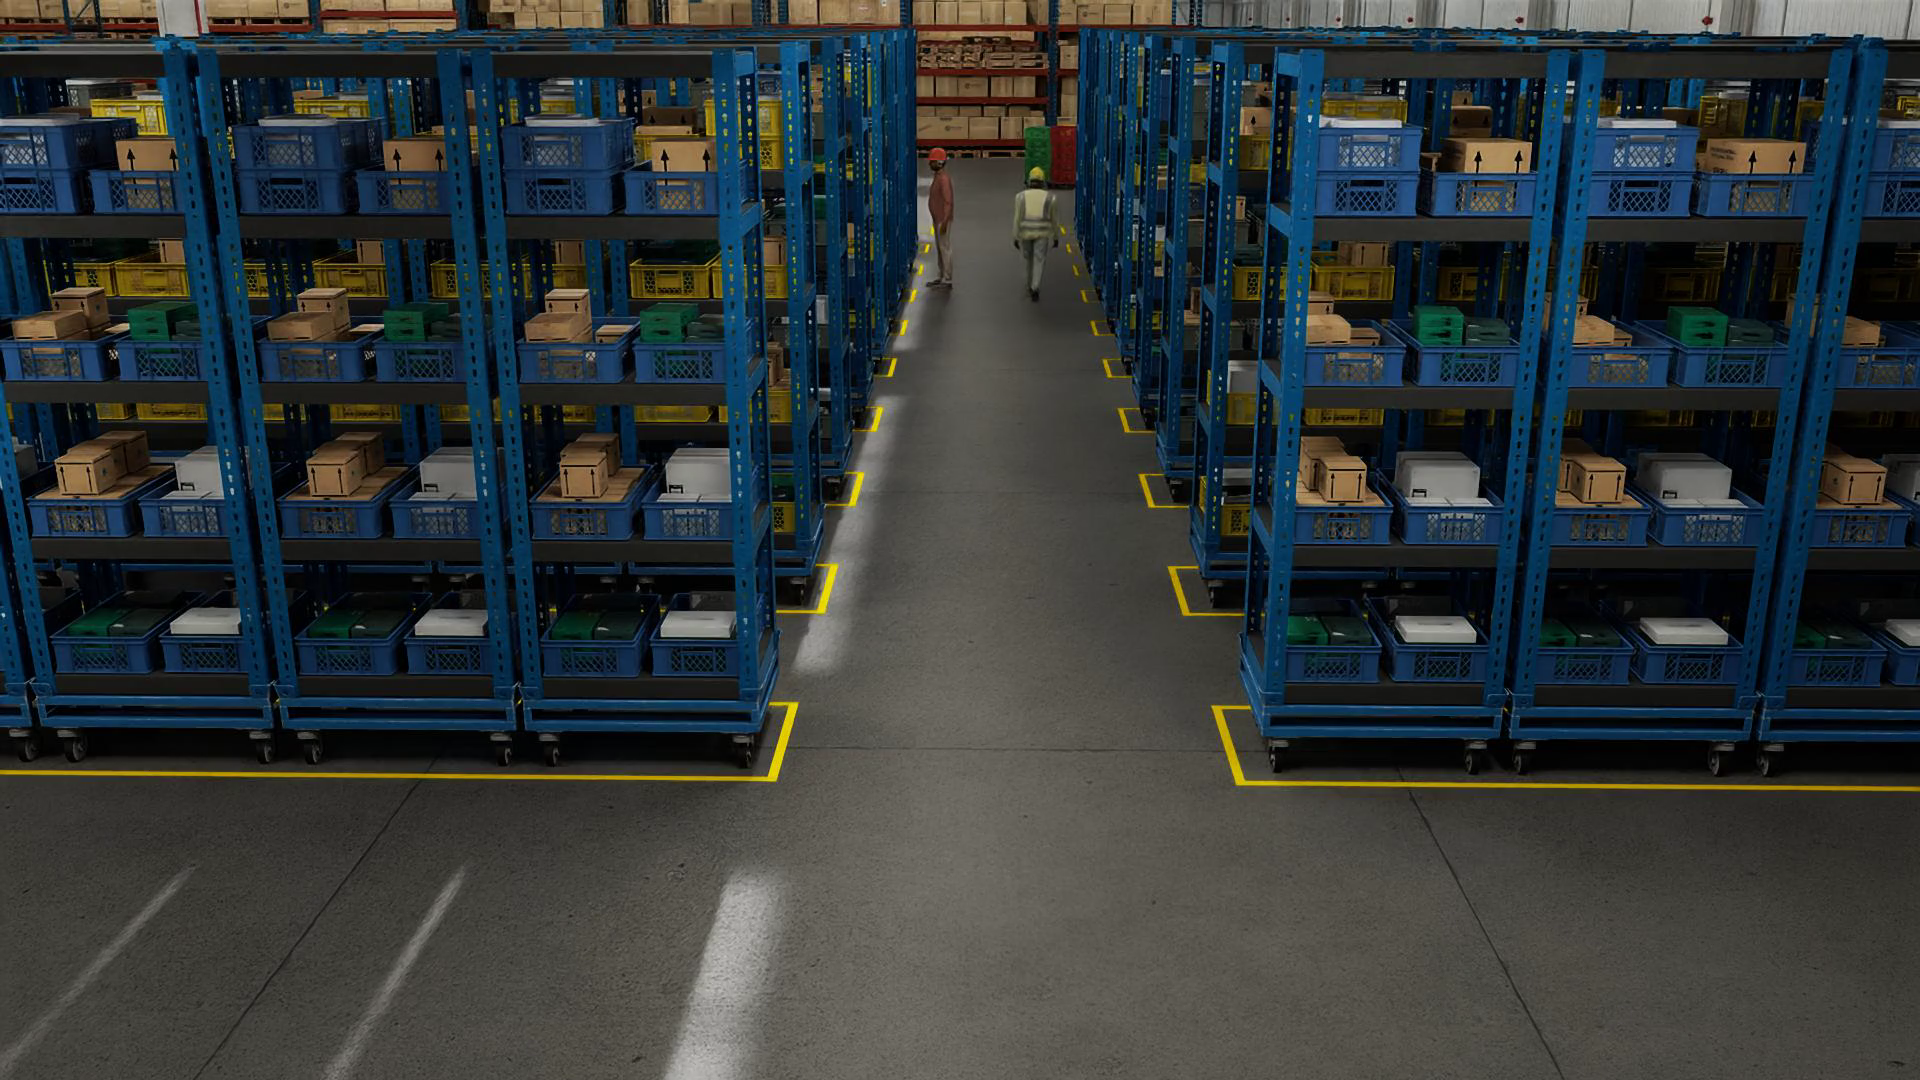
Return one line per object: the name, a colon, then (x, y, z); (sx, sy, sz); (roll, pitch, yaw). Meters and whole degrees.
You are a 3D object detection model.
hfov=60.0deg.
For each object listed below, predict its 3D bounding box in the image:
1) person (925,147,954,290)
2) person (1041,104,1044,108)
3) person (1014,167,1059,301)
person: (-0.283, -4.549, 23.590); (0.388, 1.996, 0.612); (-4, 18, -11)
person: (2.699, -14.826, 56.822); (0.645, 1.708, 0.334); (13, 22, 37)
person: (1.042, -4.198, 22.803); (0.603, 1.799, 0.879); (3, 18, 8)
